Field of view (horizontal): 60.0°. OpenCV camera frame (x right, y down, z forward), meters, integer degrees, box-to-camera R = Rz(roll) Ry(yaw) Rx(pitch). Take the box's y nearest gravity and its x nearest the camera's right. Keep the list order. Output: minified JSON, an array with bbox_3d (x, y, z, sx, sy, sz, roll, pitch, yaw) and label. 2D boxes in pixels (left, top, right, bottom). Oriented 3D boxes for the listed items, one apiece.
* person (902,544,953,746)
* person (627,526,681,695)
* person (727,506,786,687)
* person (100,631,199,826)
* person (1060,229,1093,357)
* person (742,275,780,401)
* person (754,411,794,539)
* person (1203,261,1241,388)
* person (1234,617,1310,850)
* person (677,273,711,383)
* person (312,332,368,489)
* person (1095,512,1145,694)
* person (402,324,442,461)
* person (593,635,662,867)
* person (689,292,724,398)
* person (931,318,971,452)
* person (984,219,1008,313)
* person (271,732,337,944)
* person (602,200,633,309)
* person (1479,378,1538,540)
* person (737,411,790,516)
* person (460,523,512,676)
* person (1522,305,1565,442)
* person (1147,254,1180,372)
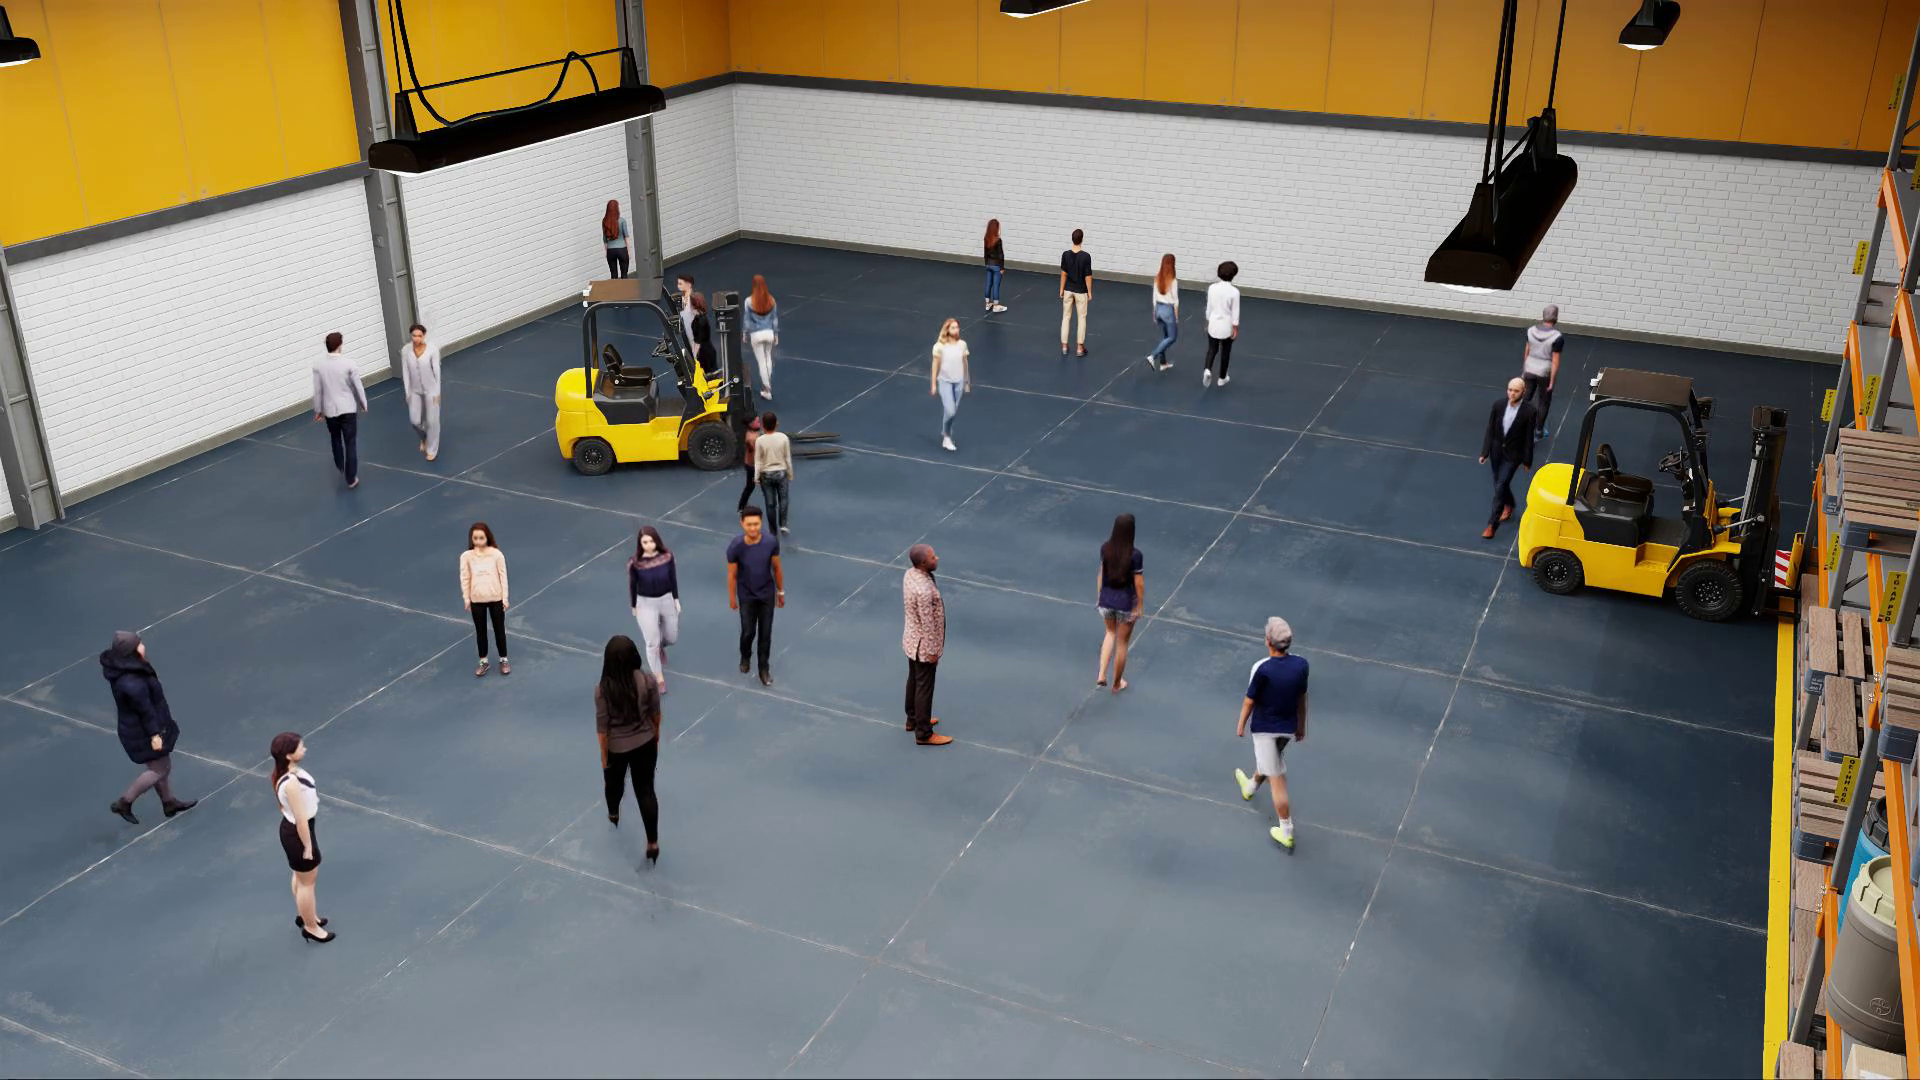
[{"bbox_3d":[-0.329,0.869,14.187,0.827,1.808,0.758,-7,25,-16],"label":"person"},{"bbox_3d":[-2.765,0.595,15.080,0.881,1.594,0.929,-10,25,-21],"label":"person"},{"bbox_3d":[-1.863,0.462,15.155,0.814,1.779,0.872,-7,25,-17],"label":"person"},{"bbox_3d":[-6.420,1.492,12.944,0.993,1.663,0.884,-17,29,-33],"label":"person"},{"bbox_3d":[1.707,-3.645,24.458,0.630,1.852,0.545,10,25,21],"label":"person"},{"bbox_3d":[-2.653,-2.719,22.556,0.893,1.679,0.925,-13,27,-28],"label":"person"},{"bbox_3d":[-2.014,-0.676,18.159,0.681,1.458,0.730,-6,24,-13],"label":"person"},{"bbox_3d":[3.574,-2.942,22.923,0.659,1.795,0.942,12,26,25],"label":"person"},{"bbox_3d":[2.462,1.505,12.768,1.197,1.780,1.215,-10,26,-22],"label":"person"},{"bbox_3d":[-3.455,-2.668,22.253,0.885,1.829,0.855,-16,29,-33],"label":"person"},{"bbox_3d":[-7.324,-1.493,19.591,0.995,1.808,1.131,-2,24,-5],"label":"person"},{"bbox_3d":[1.377,0.609,14.844,0.637,1.758,0.684,14,27,29],"label":"person"},{"bbox_3d":[-6.598,-1.866,20.555,0.798,1.720,0.851,-1,24,-2],"label":"person"},{"bbox_3d":[-2.445,1.625,12.465,1.102,1.801,1.141,-10,25,-21],"label":"person"},{"bbox_3d":[-3.267,-2.431,21.895,0.938,1.681,0.878,-9,25,-20],"label":"person"},{"bbox_3d":[-0.164,-1.960,20.777,0.753,1.714,0.834,-13,27,-28],"label":"person"},{"bbox_3d":[0.542,-4.418,26.687,0.613,1.483,0.625,-21,31,-39],"label":"person"},{"bbox_3d":[-4.613,2.071,11.634,0.690,1.650,0.670,-15,28,-30],"label":"person"},{"bbox_3d":[-5.525,-4.616,26.816,0.657,1.743,0.650,2,24,4],"label":"person"},{"bbox_3d":[6.074,-0.957,18.405,0.916,1.777,1.269,20,31,38],"label":"person"},{"bbox_3d":[-2.376,-0.838,18.813,0.793,1.231,0.829,-1,24,-2],"label":"person"},{"bbox_3d":[-4.370,0.536,15.353,0.647,1.484,0.678,-4,24,-9],"label":"person"},{"bbox_3d":[7.188,-2.027,20.825,1.244,1.797,0.985,-20,30,-38],"label":"person"},{"bbox_3d":[2.863,-3.177,23.561,0.952,1.713,0.779,-20,31,-38],"label":"person"}]
